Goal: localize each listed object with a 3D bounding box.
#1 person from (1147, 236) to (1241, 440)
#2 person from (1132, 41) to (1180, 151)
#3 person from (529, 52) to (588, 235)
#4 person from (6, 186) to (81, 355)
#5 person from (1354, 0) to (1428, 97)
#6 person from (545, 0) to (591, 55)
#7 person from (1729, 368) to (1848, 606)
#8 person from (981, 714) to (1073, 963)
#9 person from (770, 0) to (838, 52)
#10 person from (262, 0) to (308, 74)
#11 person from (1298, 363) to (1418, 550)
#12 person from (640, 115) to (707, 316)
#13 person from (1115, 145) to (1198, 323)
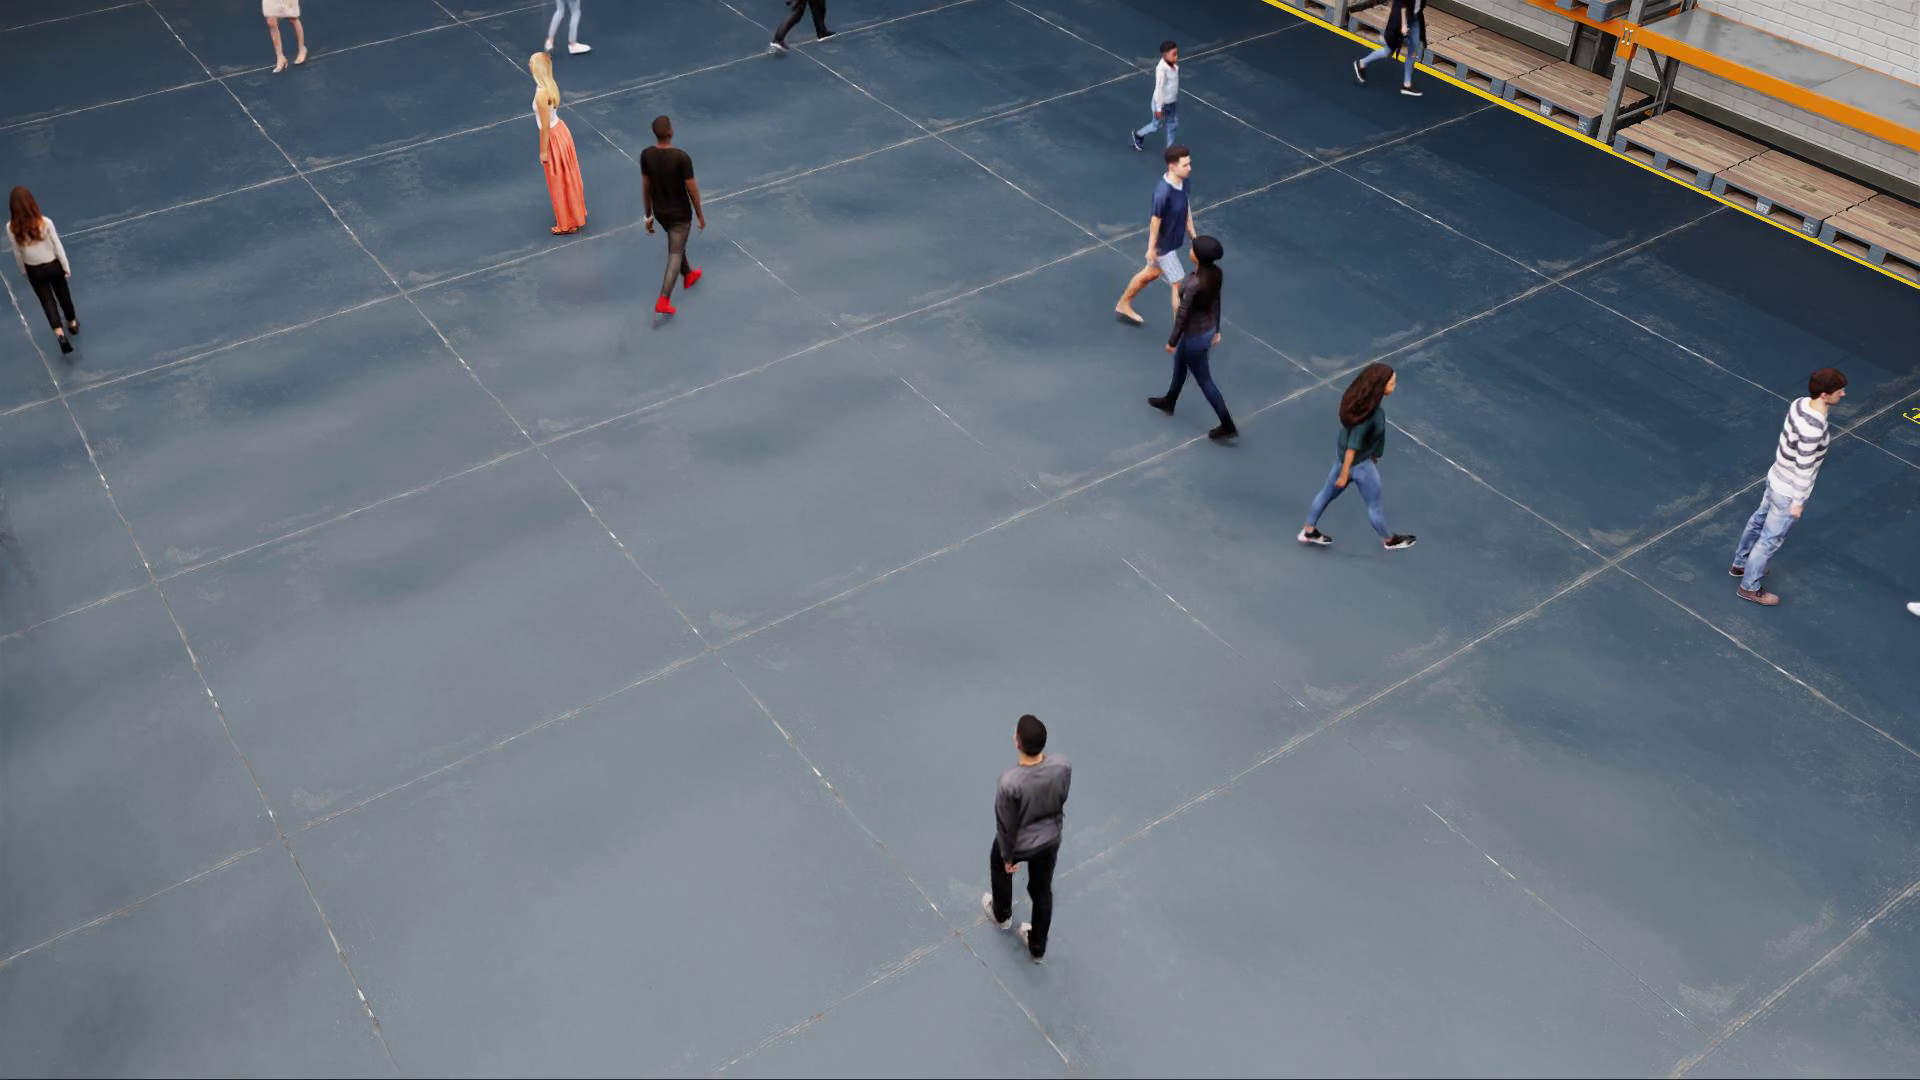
[{"bbox_3d":[1.960,-1.561,13.182,1.211,1.709,0.894,23,44,26],"label":"person"},{"bbox_3d":[2.098,-4.611,17.373,0.885,1.245,0.643,25,45,28],"label":"person"},{"bbox_3d":[-3.874,-3.798,15.908,0.789,1.802,0.702,0,39,0],"label":"person"},{"bbox_3d":[-7.879,-2.298,14.301,0.646,1.464,0.967,-16,41,-19],"label":"person"},{"bbox_3d":[4.857,-5.778,18.506,1.126,1.655,0.799,28,46,30],"label":"person"},{"bbox_3d":[-4.635,-6.452,19.335,0.738,1.674,0.688,-31,48,-32],"label":"person"},{"bbox_3d":[5.778,-0.401,11.613,0.767,1.854,0.714,7,39,9],"label":"person"},{"bbox_3d":[0.419,1.684,9.091,0.729,1.744,0.841,-12,40,-15],"label":"person"},{"bbox_3d":[-1.908,-6.537,19.414,0.667,1.707,1.093,-22,44,-25],"label":"person"},{"bbox_3d":[-7.761,-6.303,19.116,0.907,1.715,0.949,9,40,11],"label":"person"},{"bbox_3d":[2.775,-0.580,12.062,1.098,1.573,1.053,6,39,8],"label":"person"},{"bbox_3d":[-2.591,-2.842,14.733,1.215,1.776,1.193,12,40,15],"label":"person"},{"bbox_3d":[1.709,-2.584,14.397,1.272,1.792,0.996,18,42,21],"label":"person"}]
